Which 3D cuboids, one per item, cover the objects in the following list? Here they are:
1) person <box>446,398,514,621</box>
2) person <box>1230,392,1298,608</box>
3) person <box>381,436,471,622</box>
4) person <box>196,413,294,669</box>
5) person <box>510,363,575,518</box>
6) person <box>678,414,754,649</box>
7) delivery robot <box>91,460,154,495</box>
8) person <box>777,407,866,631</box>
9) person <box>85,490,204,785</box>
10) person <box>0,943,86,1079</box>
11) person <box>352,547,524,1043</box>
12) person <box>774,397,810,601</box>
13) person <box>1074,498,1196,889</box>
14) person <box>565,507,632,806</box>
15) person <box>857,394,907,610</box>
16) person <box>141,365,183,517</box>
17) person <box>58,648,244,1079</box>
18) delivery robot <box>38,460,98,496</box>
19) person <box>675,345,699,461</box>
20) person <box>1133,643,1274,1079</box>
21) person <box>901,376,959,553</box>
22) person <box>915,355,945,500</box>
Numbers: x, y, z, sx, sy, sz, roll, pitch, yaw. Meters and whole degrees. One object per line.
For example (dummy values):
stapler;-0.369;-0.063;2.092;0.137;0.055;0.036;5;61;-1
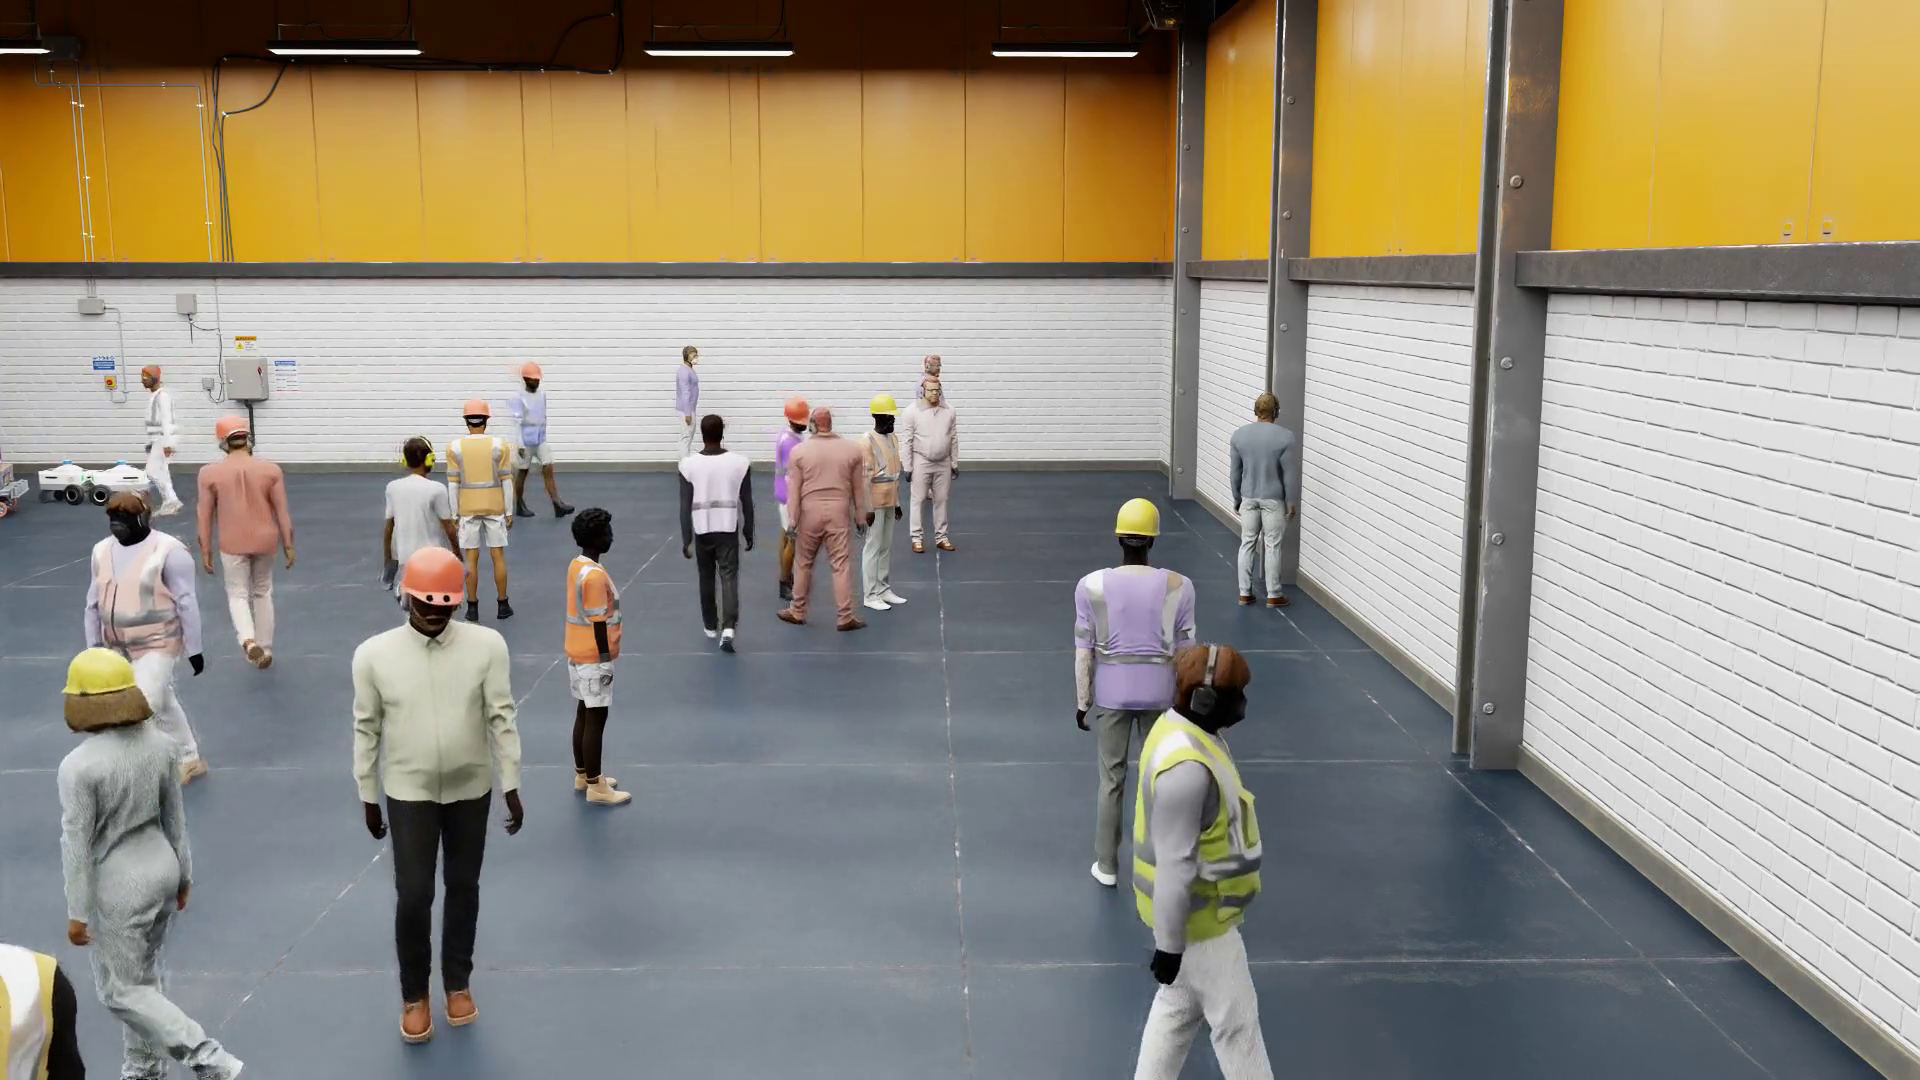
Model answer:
person;-4.137;-0.264;14.382;0.542;1.931;0.366;-2;10;-14
person;2.728;-0.357;14.924;0.635;1.939;0.366;6;11;32
person;-3.866;0.168;12.066;0.495;1.825;0.988;4;10;24
person;-5.330;0.038;12.446;0.664;1.960;0.737;-6;11;-35
person;-5.114;-1.189;20.140;0.949;1.891;0.576;7;11;35
person;-1.959;-0.064;13.423;0.597;1.862;0.987;-2;9;-10
delivery robot;-10.824;-0.788;21.512;0.707;0.478;0.477;-3;10;-15
person;-1.148;-0.178;14.065;0.714;1.872;0.652;-2;10;-15
person;-4.680;0.609;9.448;0.647;1.790;0.982;3;10;17
person;-2.145;1.562;3.501;0.647;1.820;0.677;-6;11;-33
person;-2.042;0.999;6.553;0.607;1.962;0.579;-5;10;-26
person;-1.528;-0.395;15.374;0.362;1.890;0.742;0;9;-2
person;0.850;0.755;8.142;0.589;1.927;0.369;0;9;3
person;-2.076;0.654;9.464;0.315;1.696;0.541;-4;10;-25
person;-0.692;-0.346;14.894;0.371;1.927;0.588;4;10;24
person;-9.798;-1.200;20.304;0.420;1.868;0.590;-7;12;-37
person;-2.859;1.229;5.866;0.621;1.716;0.502;3;10;15
delivery robot;-11.563;-0.798;21.574;0.707;0.478;0.477;2;9;12
person;-3.919;-1.839;24.023;0.378;1.937;0.628;-1;9;-4
person;0.917;1.233;5.575;0.762;1.805;0.662;1;9;4
person;-0.305;-0.808;17.821;0.649;1.903;0.400;-4;10;-25
person;-0.371;-1.494;22.004;0.399;1.904;0.644;1;9;9
